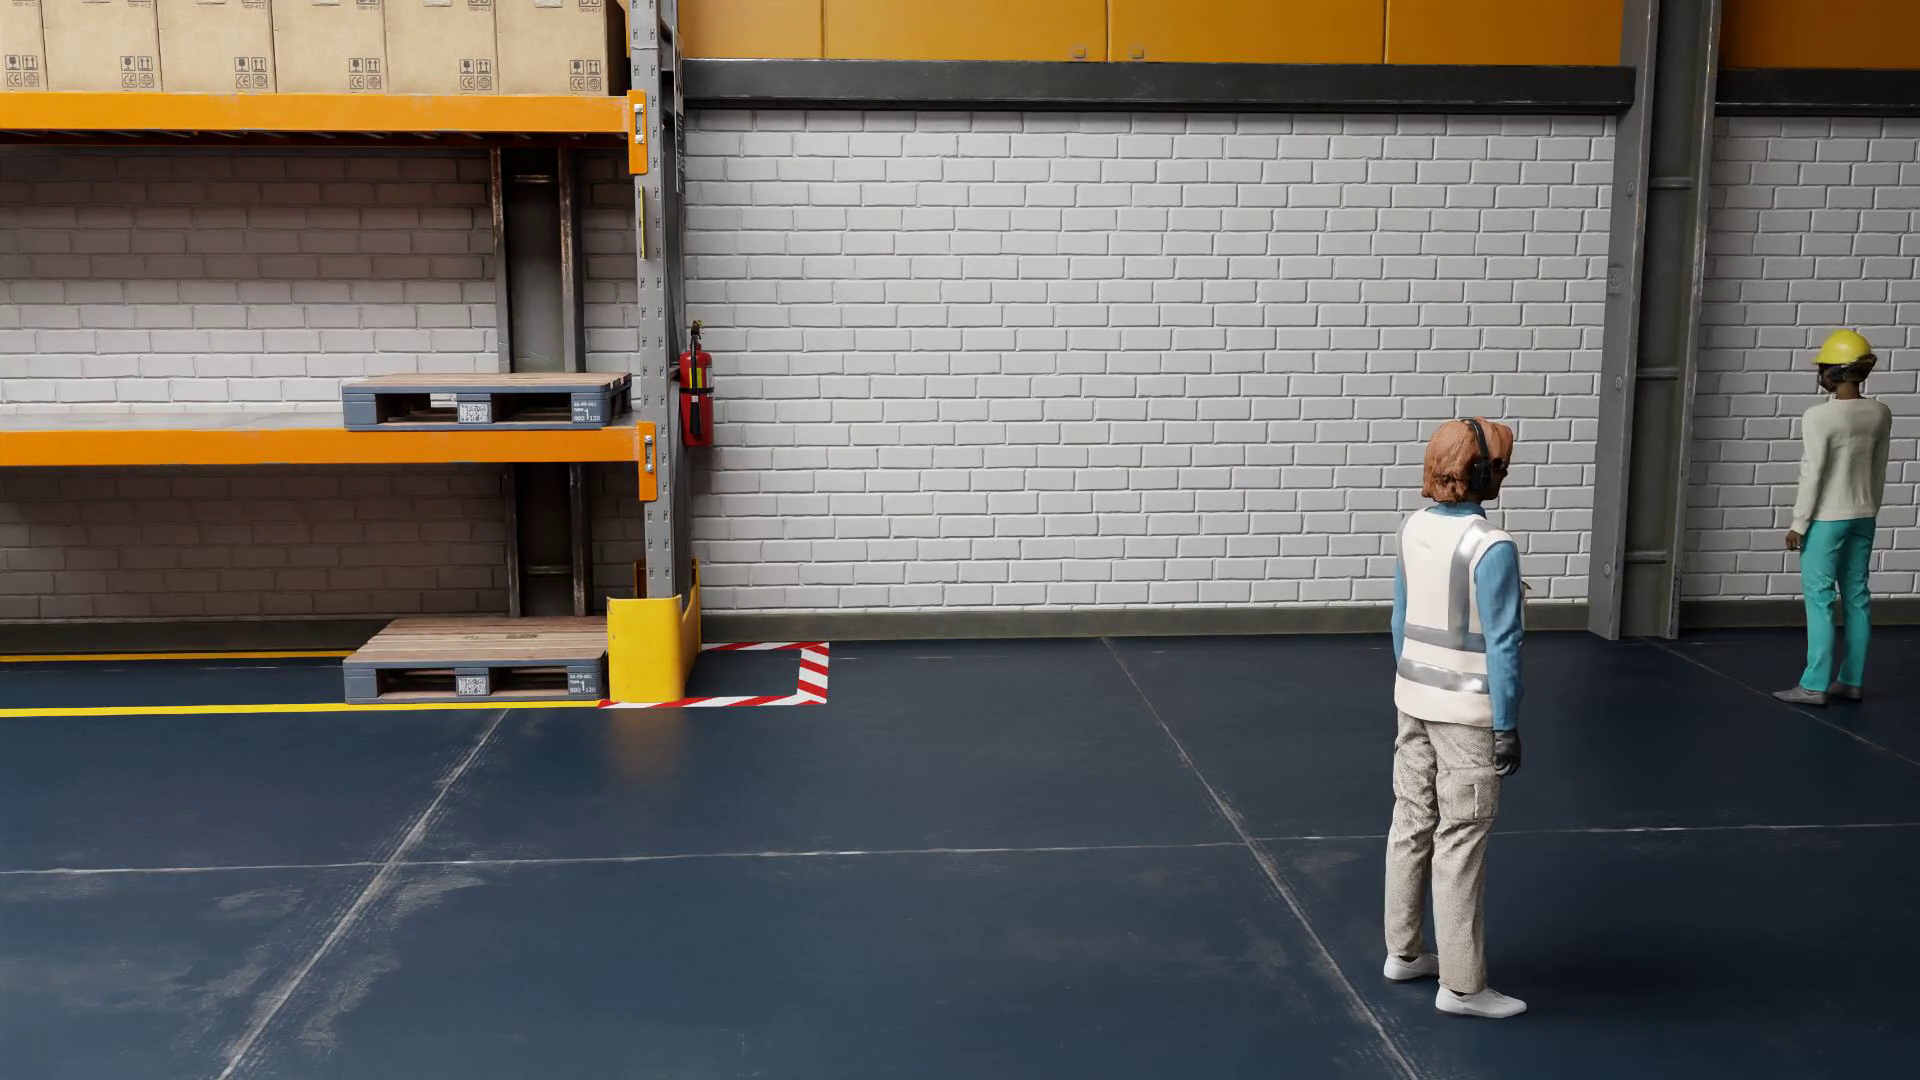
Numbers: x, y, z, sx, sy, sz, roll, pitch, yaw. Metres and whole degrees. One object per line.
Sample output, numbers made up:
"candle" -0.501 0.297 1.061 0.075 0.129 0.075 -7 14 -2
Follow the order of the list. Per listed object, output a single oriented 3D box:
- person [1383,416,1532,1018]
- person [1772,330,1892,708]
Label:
"person" 1.360 0.482 4.581 0.309 1.641 0.514 -3 10 -18
"person" 4.102 -0.094 7.815 0.533 1.767 0.315 -4 10 -22
